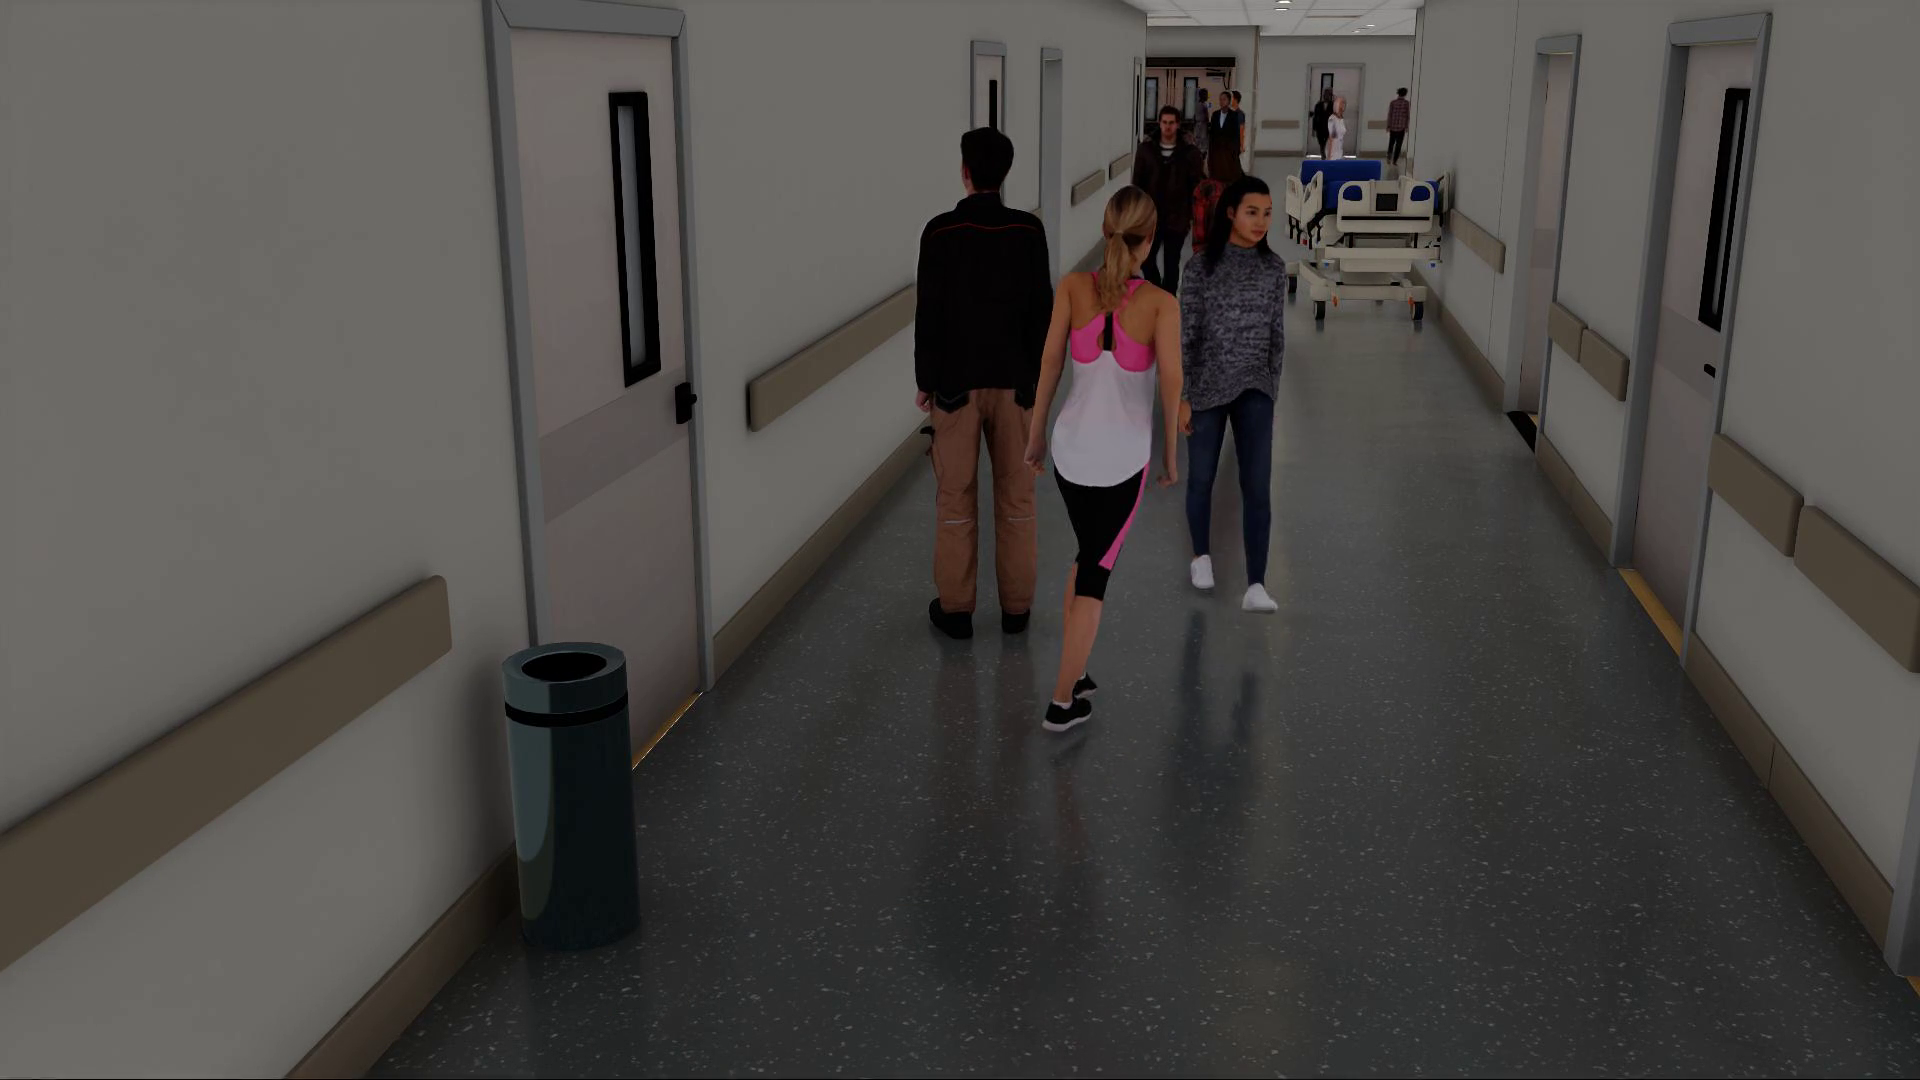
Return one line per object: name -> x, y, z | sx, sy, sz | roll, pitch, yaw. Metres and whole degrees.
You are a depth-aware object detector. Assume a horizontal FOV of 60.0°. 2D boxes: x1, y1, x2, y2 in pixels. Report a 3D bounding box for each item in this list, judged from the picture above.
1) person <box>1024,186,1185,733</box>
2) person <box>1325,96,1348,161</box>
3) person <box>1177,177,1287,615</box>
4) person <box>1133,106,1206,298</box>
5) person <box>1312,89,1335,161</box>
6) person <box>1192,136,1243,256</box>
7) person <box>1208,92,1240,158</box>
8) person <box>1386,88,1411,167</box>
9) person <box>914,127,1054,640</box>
person -> 0.413, -0.205, 5.294 | 0.703, 1.754, 0.800 | 7, 17, 24
person -> 5.892, -6.171, 26.481 | 0.846, 1.739, 0.764 | 14, 21, 40
person -> 1.064, -0.587, 6.759 | 1.082, 1.692, 0.841 | 0, 16, 0
person -> 1.759, -2.754, 14.180 | 0.674, 1.837, 0.849 | 5, 16, 16
person -> 7.867, -8.765, 35.703 | 1.100, 1.729, 0.946 | 8, 18, 26
person -> 1.789, -1.873, 11.310 | 0.583, 1.699, 0.727 | -2, 16, -6
person -> 3.882, -5.673, 24.541 | 0.559, 1.834, 0.712 | 7, 17, 25
person -> 10.097, -9.518, 38.331 | 0.663, 1.751, 0.843 | 5, 17, 19
person -> 0.082, -0.580, 6.309 | 0.691, 1.925, 0.844 | -3, 16, -12
